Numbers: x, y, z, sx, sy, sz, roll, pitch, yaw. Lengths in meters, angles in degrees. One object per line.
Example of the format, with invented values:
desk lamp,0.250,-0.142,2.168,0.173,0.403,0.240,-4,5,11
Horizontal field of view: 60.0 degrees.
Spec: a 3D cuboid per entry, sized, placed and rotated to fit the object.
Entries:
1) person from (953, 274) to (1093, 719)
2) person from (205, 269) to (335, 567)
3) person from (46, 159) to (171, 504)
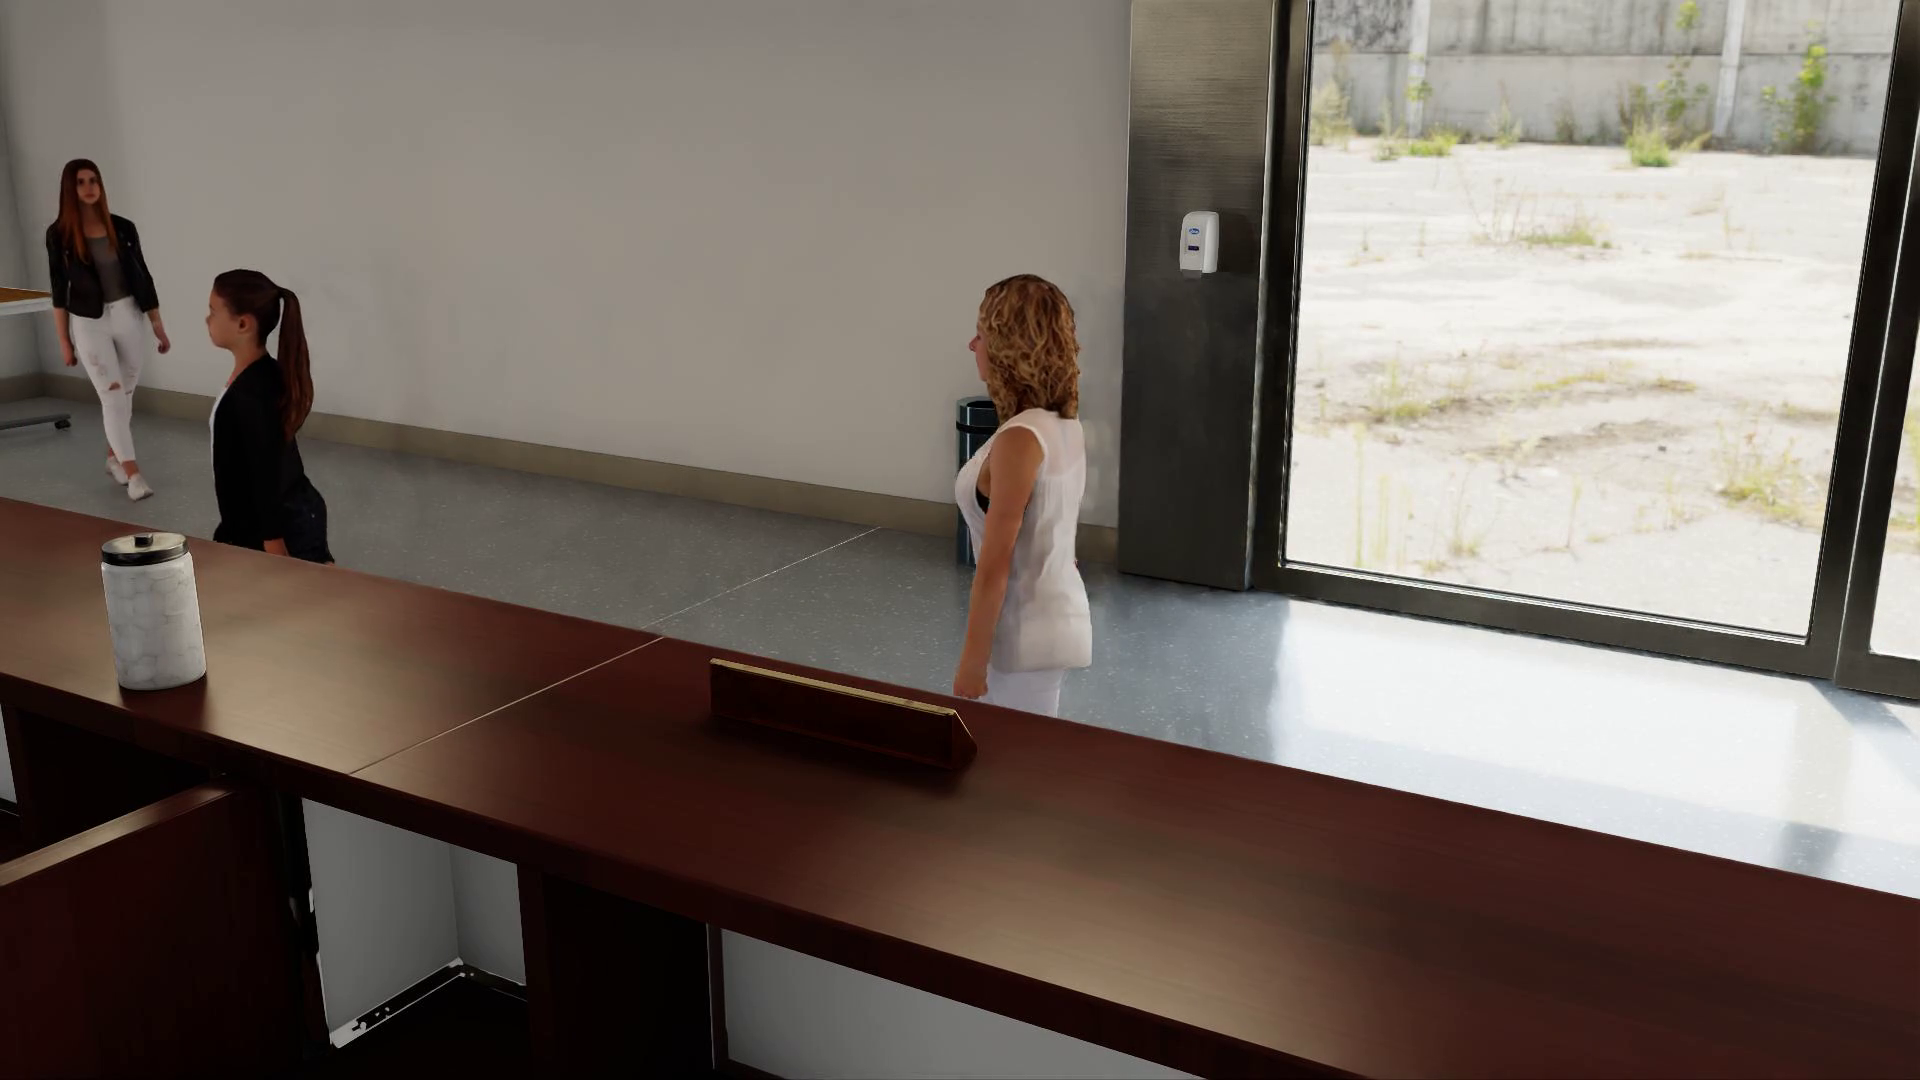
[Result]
person,0.239,0.226,3.892,0.730,1.657,0.624,3,16,11
person,-2.001,-0.033,5.077,0.980,1.511,1.045,-1,16,-3
person,-4.282,-1.031,8.343,1.117,1.660,0.889,-14,21,-40
